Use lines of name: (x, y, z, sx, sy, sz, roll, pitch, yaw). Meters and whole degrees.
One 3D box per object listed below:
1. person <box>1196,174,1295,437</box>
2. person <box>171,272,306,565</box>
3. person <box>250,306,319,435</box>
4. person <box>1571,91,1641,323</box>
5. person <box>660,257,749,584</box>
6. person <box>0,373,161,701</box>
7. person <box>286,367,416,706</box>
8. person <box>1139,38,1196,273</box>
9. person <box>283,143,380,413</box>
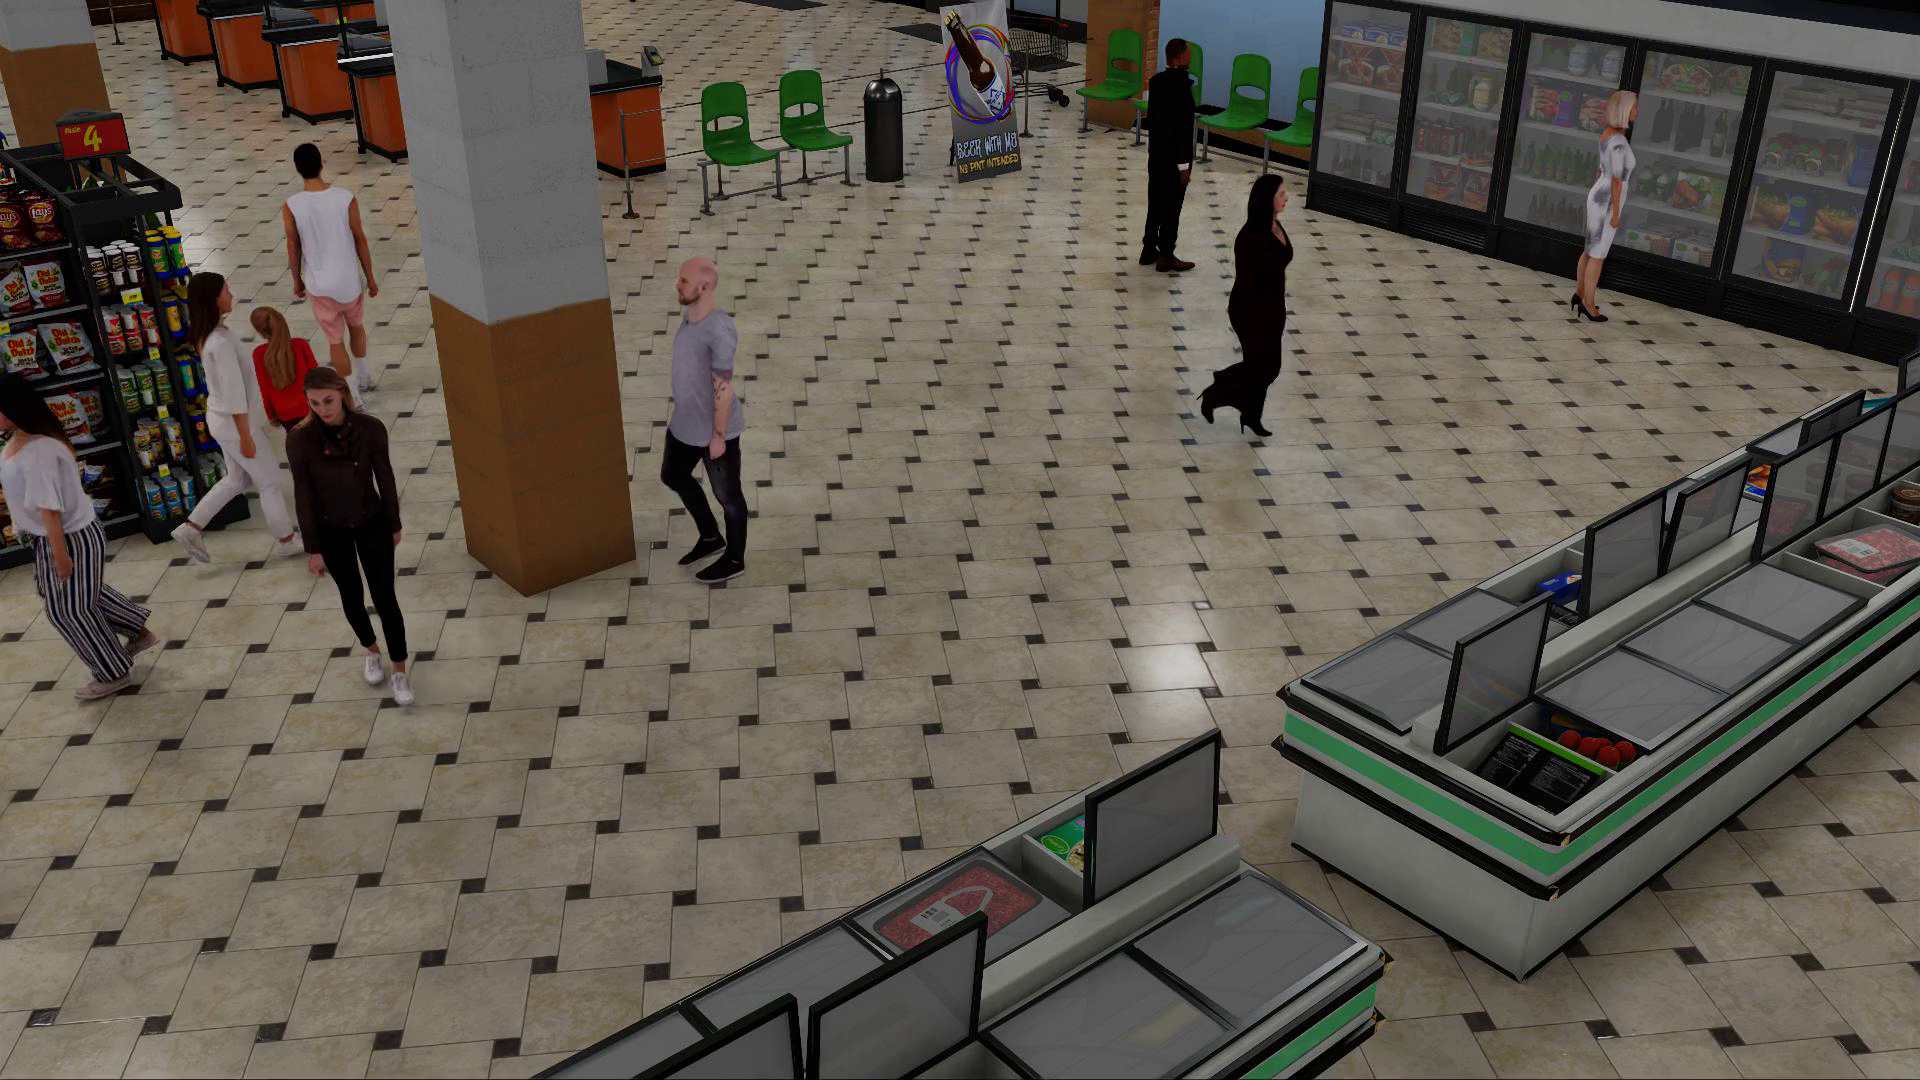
person: (1.807, -1.459, 10.601, 0.907, 1.744, 0.854, 11, 29, 20)
person: (-4.001, -0.611, 9.016, 1.007, 1.667, 0.660, -17, 31, -29)
person: (-3.875, -0.735, 9.715, 0.856, 1.254, 0.802, -4, 27, -8)
person: (4.961, -2.571, 12.787, 0.694, 1.752, 0.632, 3, 27, 5)
person: (-1.265, -0.643, 8.898, 0.678, 1.830, 0.723, -15, 31, -28)
person: (-4.212, -0.018, 7.861, 0.794, 1.653, 0.773, -10, 29, -19)
person: (-2.908, -0.069, 7.933, 0.813, 1.679, 0.816, -9, 28, -18)
person: (1.744, -3.213, 13.885, 0.717, 1.904, 0.774, -11, 29, -20)
person: (-4.155, -1.702, 11.057, 0.878, 1.766, 0.854, -13, 30, -24)
